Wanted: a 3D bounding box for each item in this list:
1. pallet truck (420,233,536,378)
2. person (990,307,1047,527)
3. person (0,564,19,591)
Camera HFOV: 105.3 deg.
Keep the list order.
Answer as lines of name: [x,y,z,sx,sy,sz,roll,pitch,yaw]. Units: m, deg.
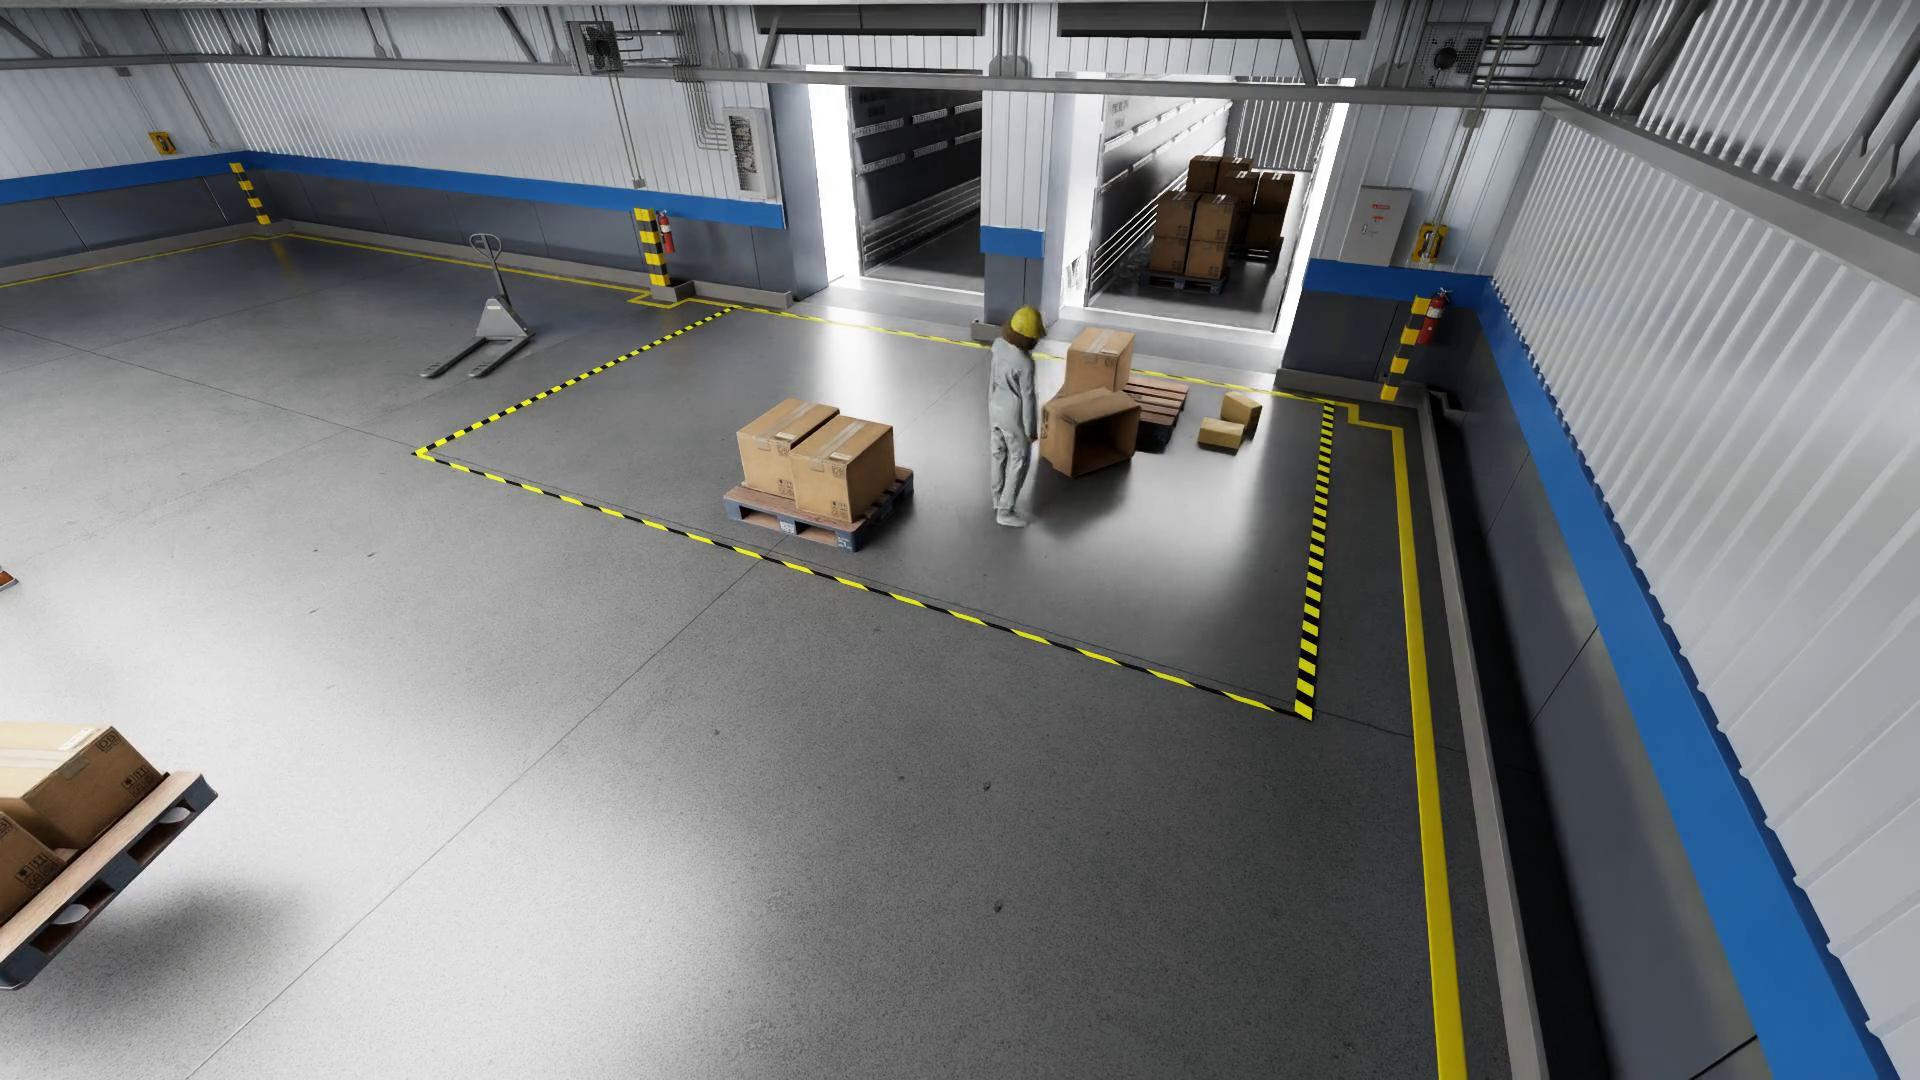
pallet truck: [-5.664,-2.712,8.427,0.680,1.201,1.601,0,35,-1]
person: [0.375,-0.914,5.503,0.366,1.708,0.557,-22,41,-27]
person: [-6.910,-0.451,4.643,0.600,1.948,0.383,16,39,22]
